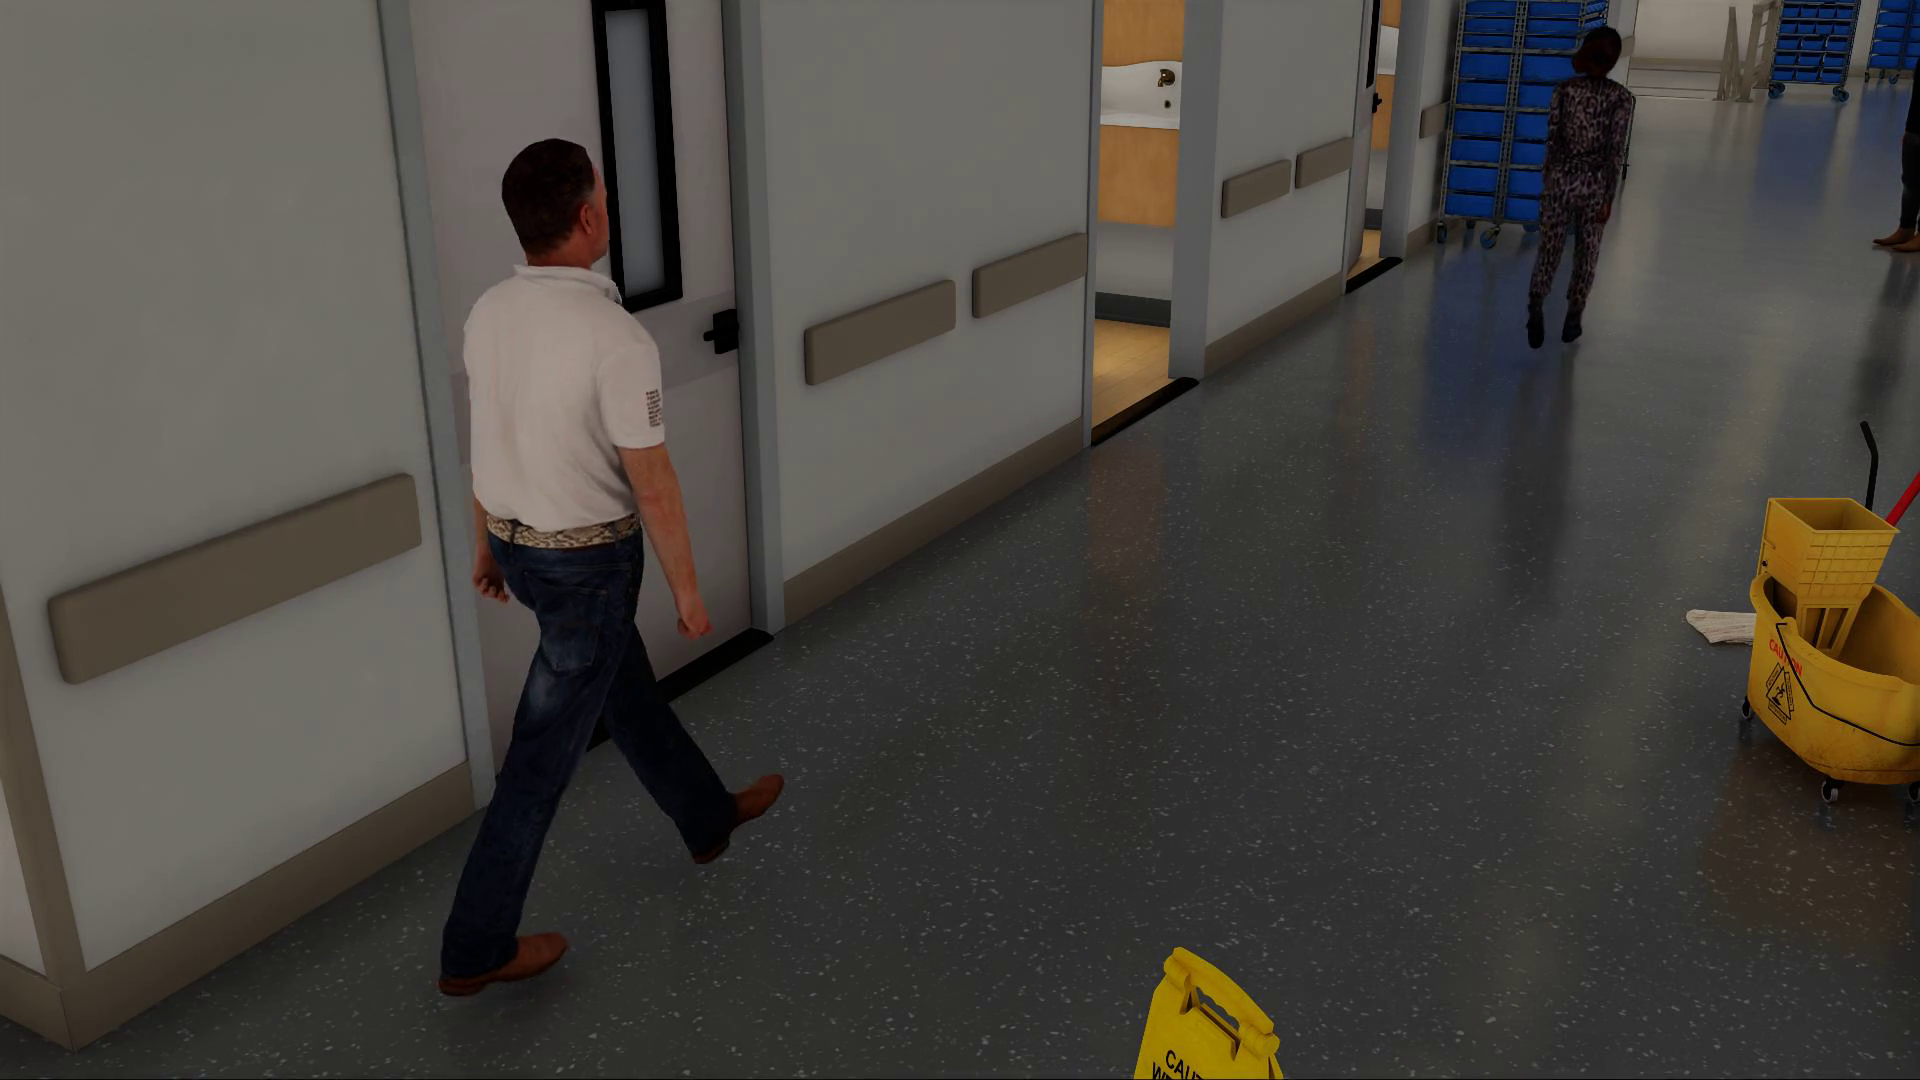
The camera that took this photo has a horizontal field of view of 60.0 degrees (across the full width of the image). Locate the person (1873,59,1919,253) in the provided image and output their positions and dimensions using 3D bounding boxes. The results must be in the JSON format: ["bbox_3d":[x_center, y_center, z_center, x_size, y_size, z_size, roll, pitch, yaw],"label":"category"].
[{"bbox_3d":[6.798,-2.902,11.638,0.782,1.722,0.660,0,21,0],"label":"person"}]

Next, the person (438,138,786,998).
[{"bbox_3d":[-0.899,0.125,3.530,0.857,1.805,1.303,18,27,39],"label":"person"}]

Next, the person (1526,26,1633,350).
[{"bbox_3d":[3.250,-1.826,8.836,0.568,1.695,1.044,12,24,28],"label":"person"}]
